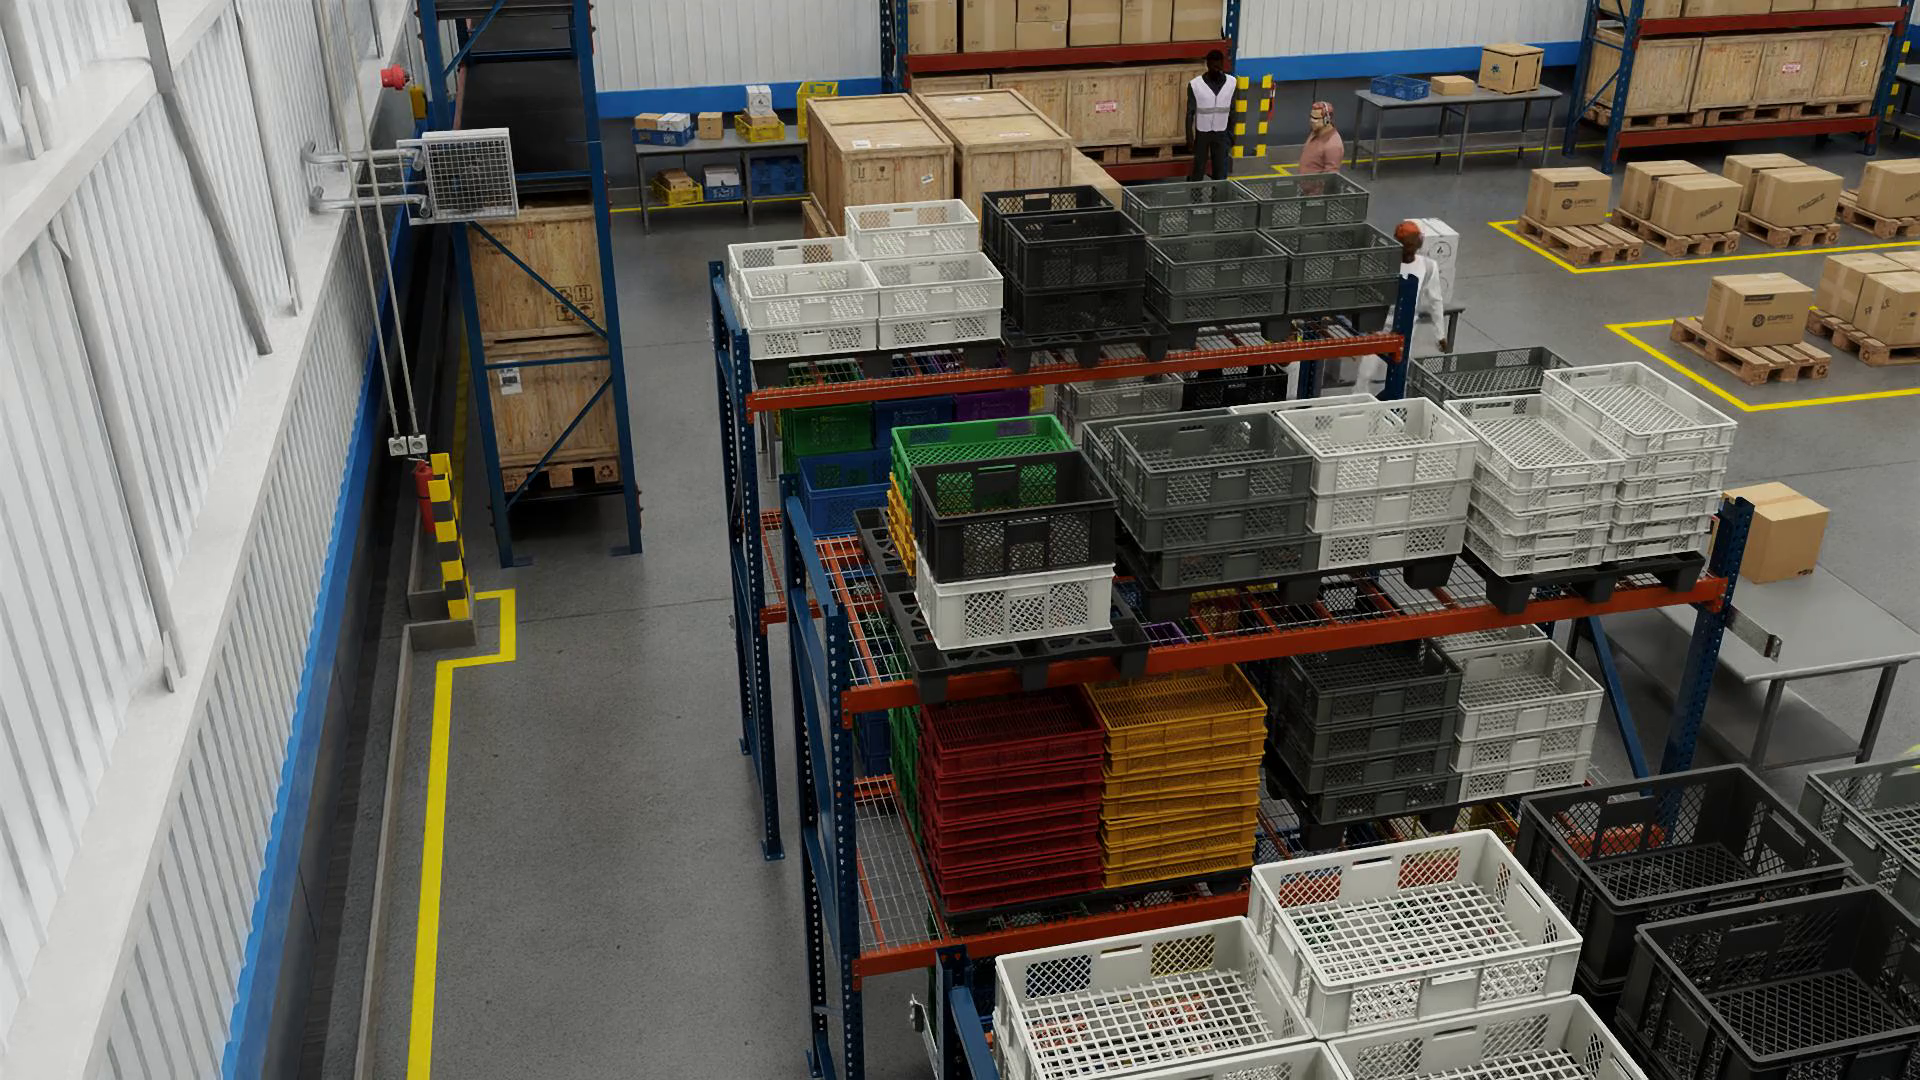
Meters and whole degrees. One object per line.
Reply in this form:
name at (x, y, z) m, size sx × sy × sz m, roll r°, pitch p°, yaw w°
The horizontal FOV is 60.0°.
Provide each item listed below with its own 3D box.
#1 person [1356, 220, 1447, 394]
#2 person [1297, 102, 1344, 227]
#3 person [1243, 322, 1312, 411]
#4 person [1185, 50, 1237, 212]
person at (3.568, -1.690, 13.510) m, size 0.712 × 1.885 × 0.427 m, roll -1°, pitch 28°, yaw -1°
person at (3.624, -3.513, 16.956) m, size 0.400 × 1.900 × 0.649 m, roll -3°, pitch 28°, yaw -5°
person at (2.173, -0.650, 11.546) m, size 0.517 × 1.873 × 0.328 m, roll -2°, pitch 28°, yaw -4°
person at (2.881, -4.701, 19.201) m, size 0.598 × 1.906 × 0.414 m, roll -6°, pitch 28°, yaw -11°
